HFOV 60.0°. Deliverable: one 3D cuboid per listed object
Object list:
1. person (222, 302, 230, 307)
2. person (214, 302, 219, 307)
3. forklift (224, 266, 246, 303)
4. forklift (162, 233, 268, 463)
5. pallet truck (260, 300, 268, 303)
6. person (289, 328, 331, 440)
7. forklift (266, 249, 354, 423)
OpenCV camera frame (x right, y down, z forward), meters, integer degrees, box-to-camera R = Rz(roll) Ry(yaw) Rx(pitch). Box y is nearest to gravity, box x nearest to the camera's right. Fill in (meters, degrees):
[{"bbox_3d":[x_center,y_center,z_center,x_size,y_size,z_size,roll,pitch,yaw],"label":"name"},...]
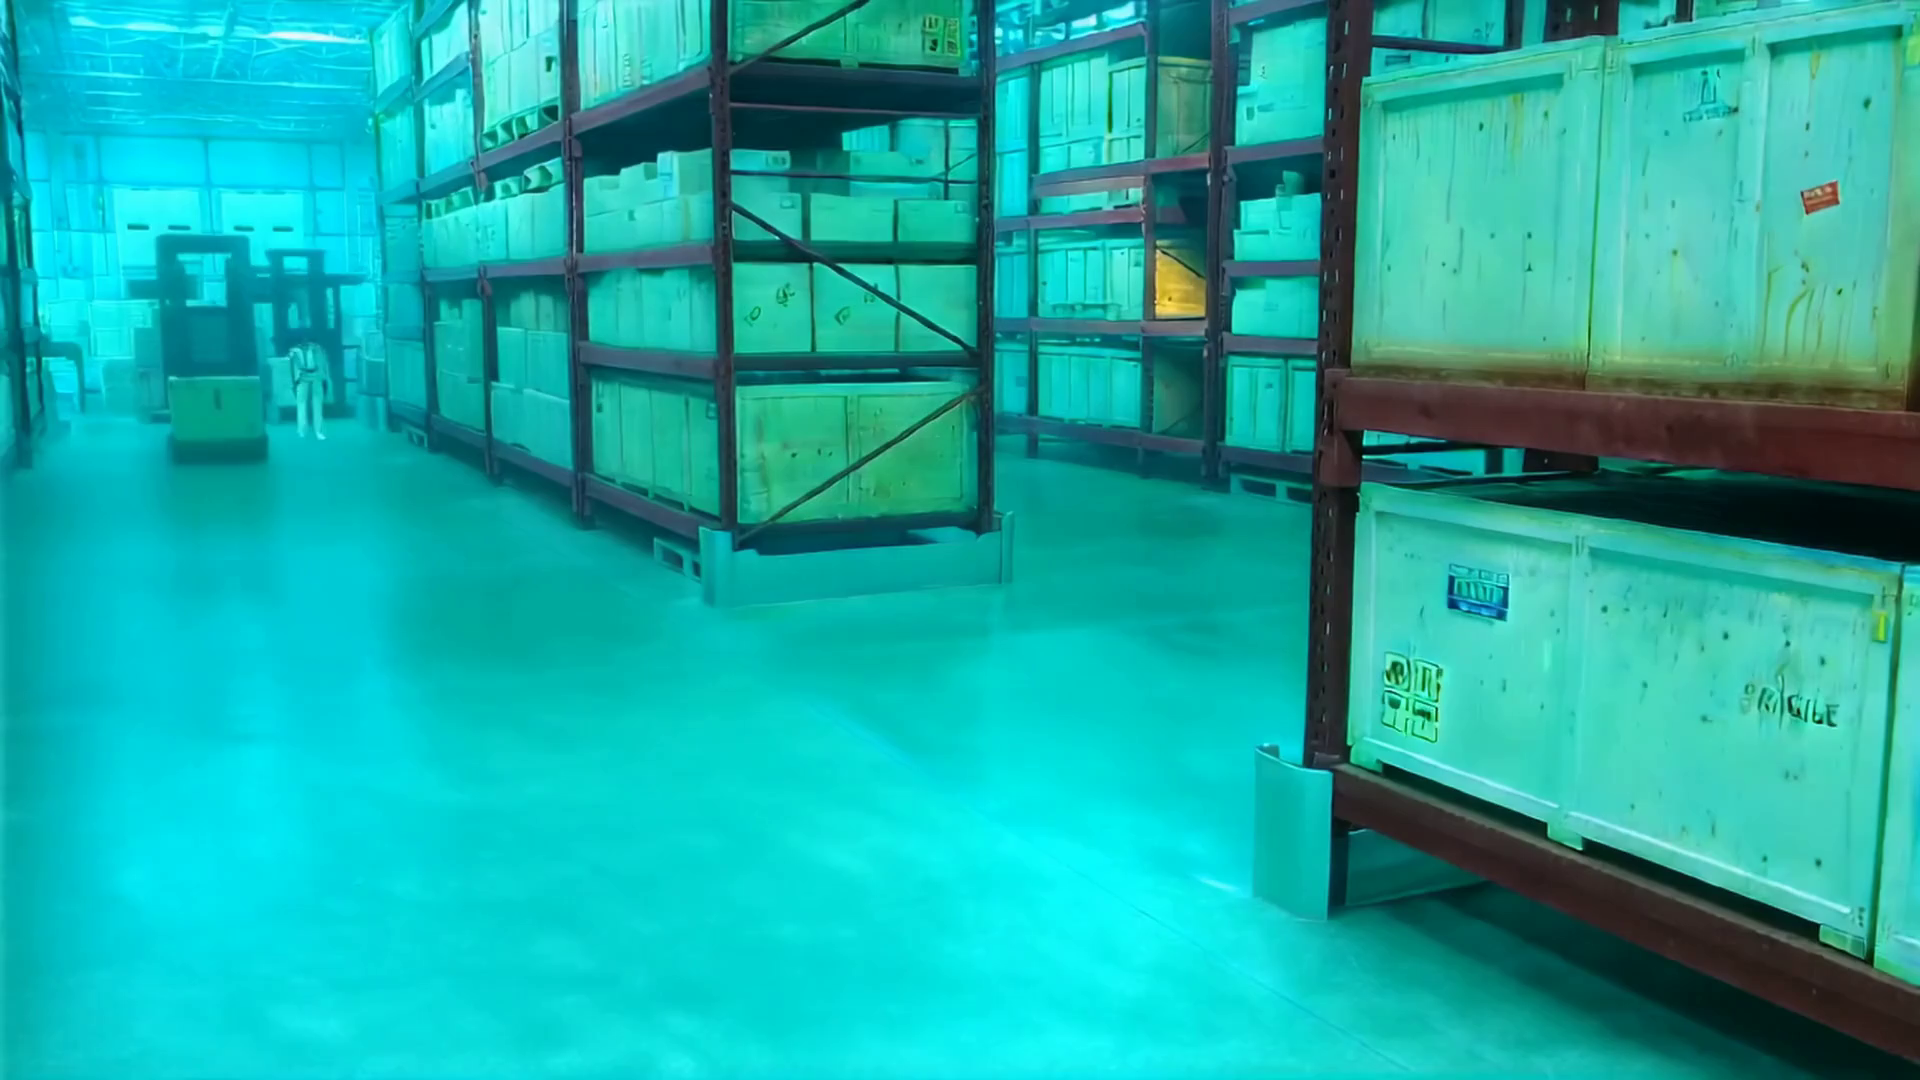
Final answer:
[{"bbox_3d":[-20.542,-5.725,46.807,0.629,1.937,0.376,6,10,36],"label":"person"},{"bbox_3d":[-21.422,-5.908,48.138,0.535,1.922,0.558,0,8,3],"label":"person"},{"bbox_3d":[-17.757,-5.360,41.049,1.873,2.768,1.129,-2,8,-11],"label":"forklift"},{"bbox_3d":[-9.380,-2.425,20.812,1.129,2.768,1.873,-4,9,-26],"label":"forklift"},{"bbox_3d":[-23.913,-7.404,58.171,1.885,1.965,0.823,-1,8,-9],"label":"pallet truck"},{"bbox_3d":[-9.279,-2.217,23.742,0.569,1.622,0.349,-3,9,-21],"label":"person"},{"bbox_3d":[-10.795,-3.352,27.200,1.129,2.768,1.873,3,9,19],"label":"forklift"}]
